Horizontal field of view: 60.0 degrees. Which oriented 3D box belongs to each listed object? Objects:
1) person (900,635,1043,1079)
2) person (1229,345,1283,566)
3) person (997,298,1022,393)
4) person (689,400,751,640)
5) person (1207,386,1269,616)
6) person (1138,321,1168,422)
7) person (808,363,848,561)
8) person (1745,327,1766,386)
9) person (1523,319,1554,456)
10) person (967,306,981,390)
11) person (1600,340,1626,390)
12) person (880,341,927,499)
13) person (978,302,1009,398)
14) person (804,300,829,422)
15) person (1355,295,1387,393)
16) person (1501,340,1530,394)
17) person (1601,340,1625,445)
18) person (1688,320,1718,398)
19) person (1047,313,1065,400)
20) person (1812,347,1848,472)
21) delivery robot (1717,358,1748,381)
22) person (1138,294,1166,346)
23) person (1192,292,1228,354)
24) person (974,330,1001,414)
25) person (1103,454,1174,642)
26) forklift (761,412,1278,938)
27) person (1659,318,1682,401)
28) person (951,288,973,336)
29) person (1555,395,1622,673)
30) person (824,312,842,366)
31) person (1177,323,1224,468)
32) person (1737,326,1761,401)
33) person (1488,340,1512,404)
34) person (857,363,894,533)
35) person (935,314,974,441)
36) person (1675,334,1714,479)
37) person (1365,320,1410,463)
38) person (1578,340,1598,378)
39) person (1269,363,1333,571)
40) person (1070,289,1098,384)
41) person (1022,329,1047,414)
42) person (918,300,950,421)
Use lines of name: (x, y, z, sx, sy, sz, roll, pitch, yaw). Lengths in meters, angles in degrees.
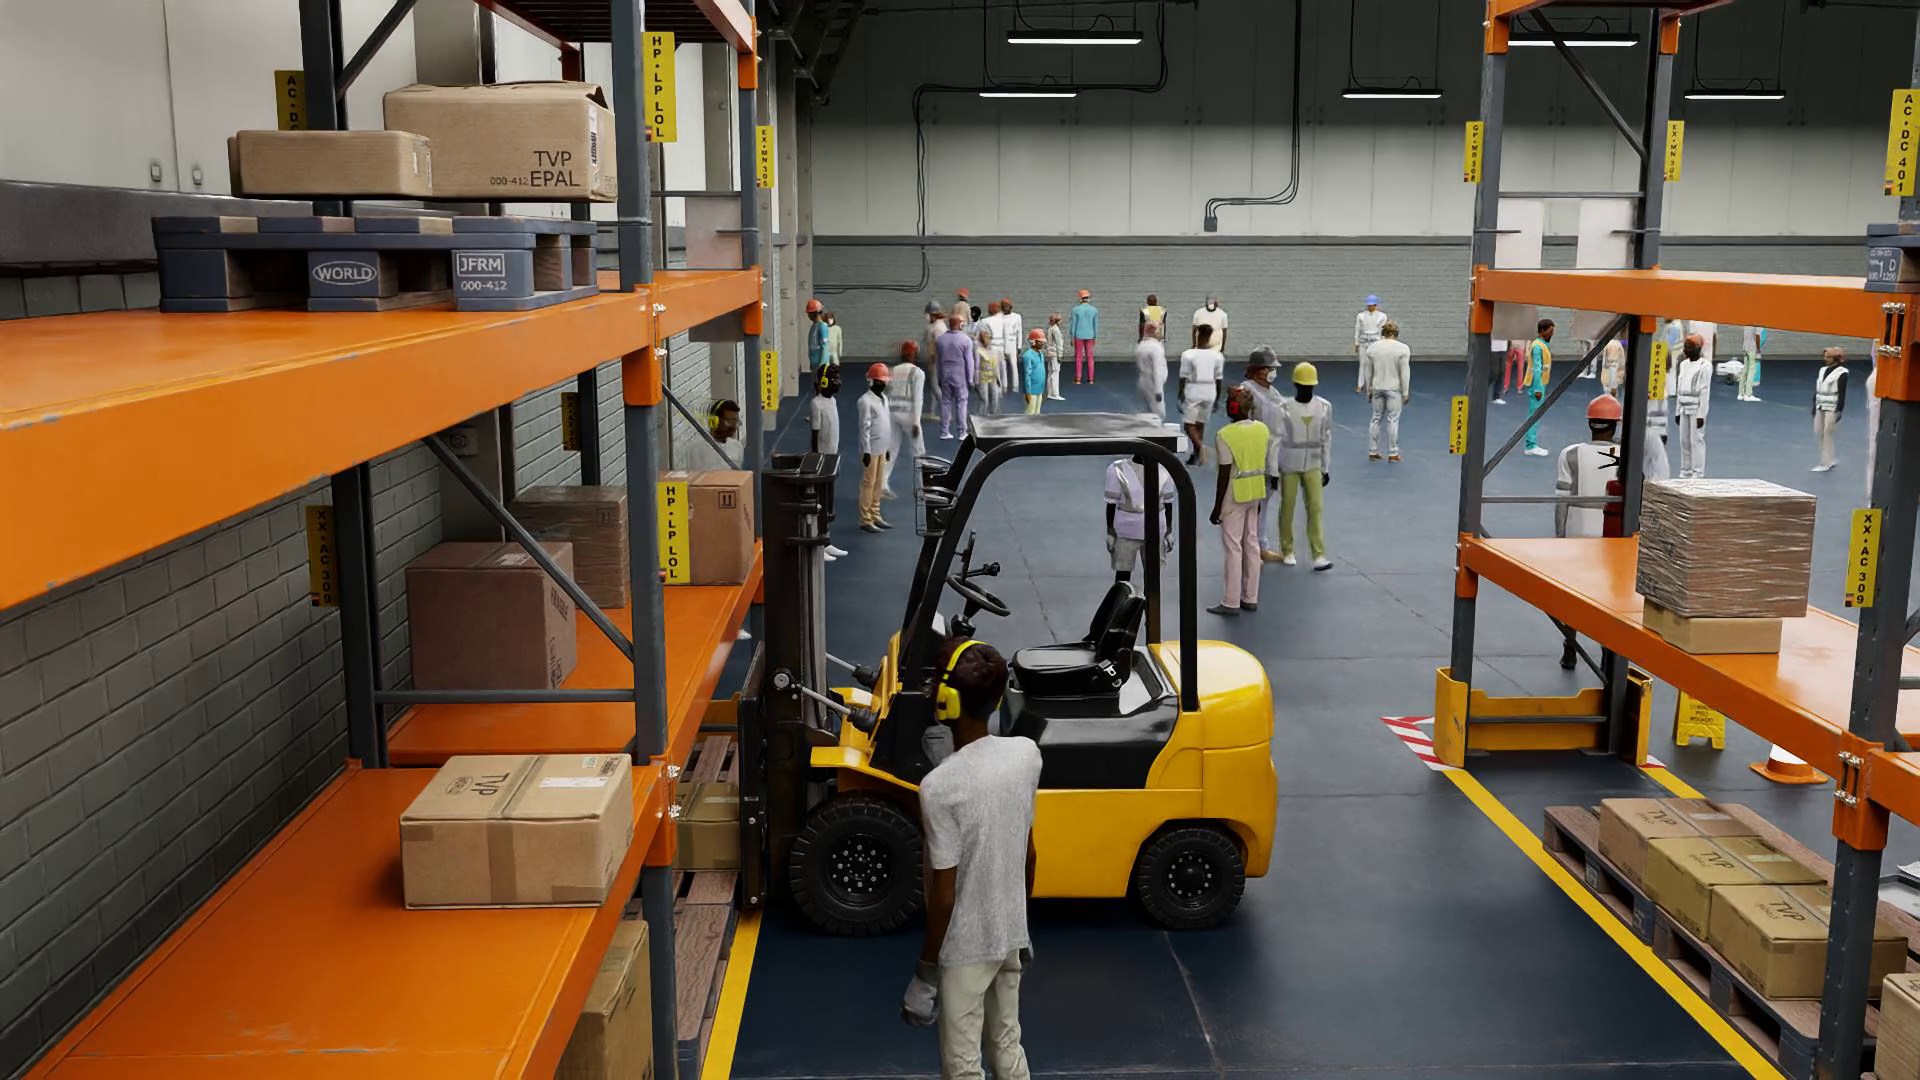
person: (0.030, 1.196, 4.867, 0.327, 1.874, 0.520, 8, 13, 39)
person: (2.813, -0.783, 15.420, 0.536, 2.000, 0.674, 8, 13, 36)
person: (0.924, -3.836, 32.921, 0.583, 1.865, 0.756, 1, 10, 6)
person: (-1.894, -0.159, 12.582, 0.526, 1.830, 0.693, -9, 13, -40)
person: (2.247, -0.308, 13.320, 0.570, 1.846, 0.375, -9, 14, -42)
person: (2.641, -2.128, 23.336, 0.543, 1.886, 0.662, -1, 10, -7)
person: (-1.259, -0.732, 15.652, 0.327, 1.861, 0.510, 3, 11, 16)
person: (16.557, -4.118, 34.583, 0.348, 1.836, 0.517, 6, 12, 30)
person: (8.133, -2.153, 23.405, 0.392, 1.916, 0.587, 4, 11, 21)
person: (0.314, -3.863, 33.538, 0.319, 1.697, 0.532, -7, 13, -36)
person: (13.096, -3.969, 33.396, 0.632, 1.954, 0.419, -4, 11, -22)
person: (-0.628, -1.405, 19.461, 0.617, 1.826, 1.010, 9, 13, 40)
person: (0.645, -3.651, 32.000, 0.581, 1.843, 0.973, -5, 11, -25)
person: (-2.368, -2.936, 27.438, 0.392, 2.034, 0.605, -4, 11, -21)
person: (8.111, -3.869, 32.878, 0.615, 1.942, 0.407, 5, 11, 24)
person: (10.953, -3.756, 32.774, 0.522, 1.761, 0.322, 4, 11, 23)
person: (9.533, -2.300, 24.198, 0.394, 1.927, 0.550, 4, 11, 21)
person: (14.202, -3.613, 31.794, 0.545, 1.814, 0.763, 2, 10, 12)
person: (1.800, -3.469, 31.508, 0.307, 1.639, 0.513, -3, 11, -14)
person: (11.301, -1.689, 21.628, 0.351, 1.643, 0.523, -1, 10, -8)
delivery robot: (16.222, -3.576, 34.858, 0.477, 0.478, 0.707, -2, 10, -10)
person: (4.208, -4.469, 36.519, 0.634, 1.839, 0.429, -3, 11, -17)
person: (4.983, -3.964, 33.143, 0.682, 2.000, 0.867, 4, 11, 20)
person: (0.430, -2.495, 26.167, 0.354, 1.644, 0.546, 9, 14, 41)
person: (1.320, -0.037, 12.227, 0.541, 1.696, 0.315, -1, 10, -8)
forklift: (0.291, 0.548, 7.580, 2.313, 2.155, 1.214, 0, 10, -2)
person: (13.417, -3.523, 31.433, 0.406, 1.783, 0.679, 4, 11, 24)
person: (0.010, -4.640, 37.127, 0.903, 1.970, 0.628, -10, 14, -43)
person: (4.436, -0.046, 11.609, 0.551, 1.933, 0.376, 5, 11, 25)
person: (-2.600, -3.710, 32.923, 0.494, 1.620, 0.530, -4, 11, -23)
person: (3.172, -1.871, 21.804, 0.649, 1.930, 0.723, -3, 11, -15)
person: (14.930, -3.549, 31.338, 0.330, 1.861, 0.507, -1, 10, -5)
person: (9.929, -3.457, 30.704, 0.599, 1.898, 0.447, -5, 12, -28)
person: (-0.858, -0.956, 17.190, 0.339, 1.748, 0.564, 4, 11, 21)
person: (-0.065, -2.447, 25.100, 0.648, 1.899, 0.400, 6, 12, 31)
person: (8.876, -1.548, 20.161, 0.354, 1.877, 0.572, -2, 10, -9)
person: (5.800, -2.016, 22.608, 0.631, 1.932, 0.362, 9, 14, 41)
person: (13.845, -4.433, 36.587, 0.297, 1.744, 0.484, -4, 11, -21)
person: (3.117, -0.650, 15.085, 0.620, 1.882, 0.930, -1, 10, -7)
person: (2.610, -4.282, 35.087, 0.608, 1.987, 0.403, -4, 11, -19)
person: (1.087, -2.163, 23.915, 0.345, 1.746, 0.573, 5, 11, 24)
person: (-0.478, -3.019, 27.879, 0.535, 2.000, 0.707, -2, 10, -11)
